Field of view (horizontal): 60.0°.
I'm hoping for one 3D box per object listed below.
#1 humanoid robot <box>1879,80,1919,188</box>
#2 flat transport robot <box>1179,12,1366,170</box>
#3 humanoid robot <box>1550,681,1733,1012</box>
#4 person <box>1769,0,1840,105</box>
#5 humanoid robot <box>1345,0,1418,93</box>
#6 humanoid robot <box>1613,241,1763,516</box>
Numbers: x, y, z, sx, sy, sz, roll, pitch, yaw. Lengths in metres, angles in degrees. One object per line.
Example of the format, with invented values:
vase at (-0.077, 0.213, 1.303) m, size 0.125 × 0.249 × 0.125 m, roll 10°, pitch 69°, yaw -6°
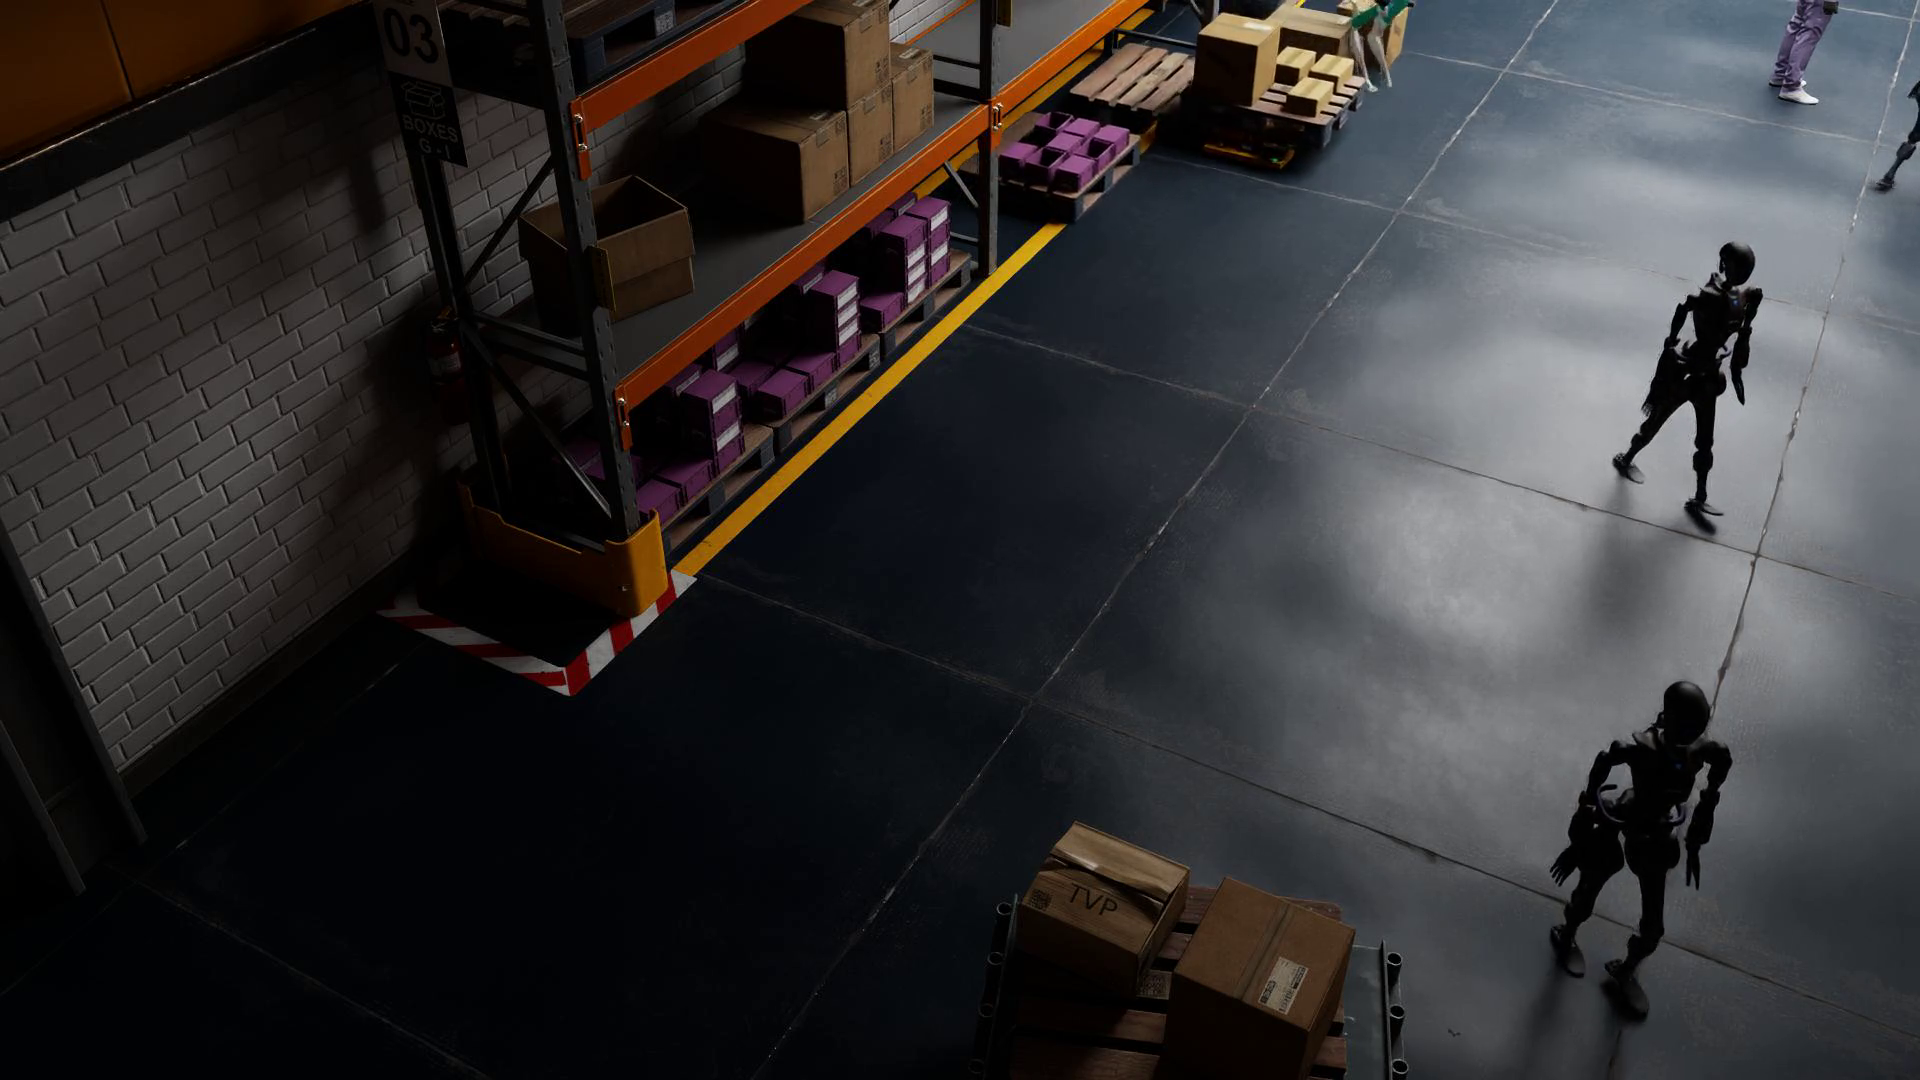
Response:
humanoid robot at (7.301, -3.311, 12.230) m, size 0.390 × 1.632 × 0.609 m, roll -23°, pitch 44°, yaw -26°
flat transport robot at (2.549, -3.419, 13.493) m, size 0.659 × 0.231 × 1.431 m, roll 19°, pitch 42°, yaw 22°
humanoid robot at (2.672, 1.201, 6.594) m, size 0.584 × 1.643 × 0.466 m, roll -1°, pitch 39°, yaw -2°
person at (7.081, -4.548, 13.591) m, size 0.413 × 1.912 × 0.650 m, roll 5°, pitch 39°, yaw 7°
humanoid robot at (3.507, -4.562, 13.787) m, size 0.540 × 1.842 × 0.667 m, roll -28°, pitch 46°, yaw -30°
humanoid robot at (4.114, -0.906, 9.251) m, size 0.599 × 1.628 × 0.749 m, roll -10°, pitch 40°, yaw -12°
